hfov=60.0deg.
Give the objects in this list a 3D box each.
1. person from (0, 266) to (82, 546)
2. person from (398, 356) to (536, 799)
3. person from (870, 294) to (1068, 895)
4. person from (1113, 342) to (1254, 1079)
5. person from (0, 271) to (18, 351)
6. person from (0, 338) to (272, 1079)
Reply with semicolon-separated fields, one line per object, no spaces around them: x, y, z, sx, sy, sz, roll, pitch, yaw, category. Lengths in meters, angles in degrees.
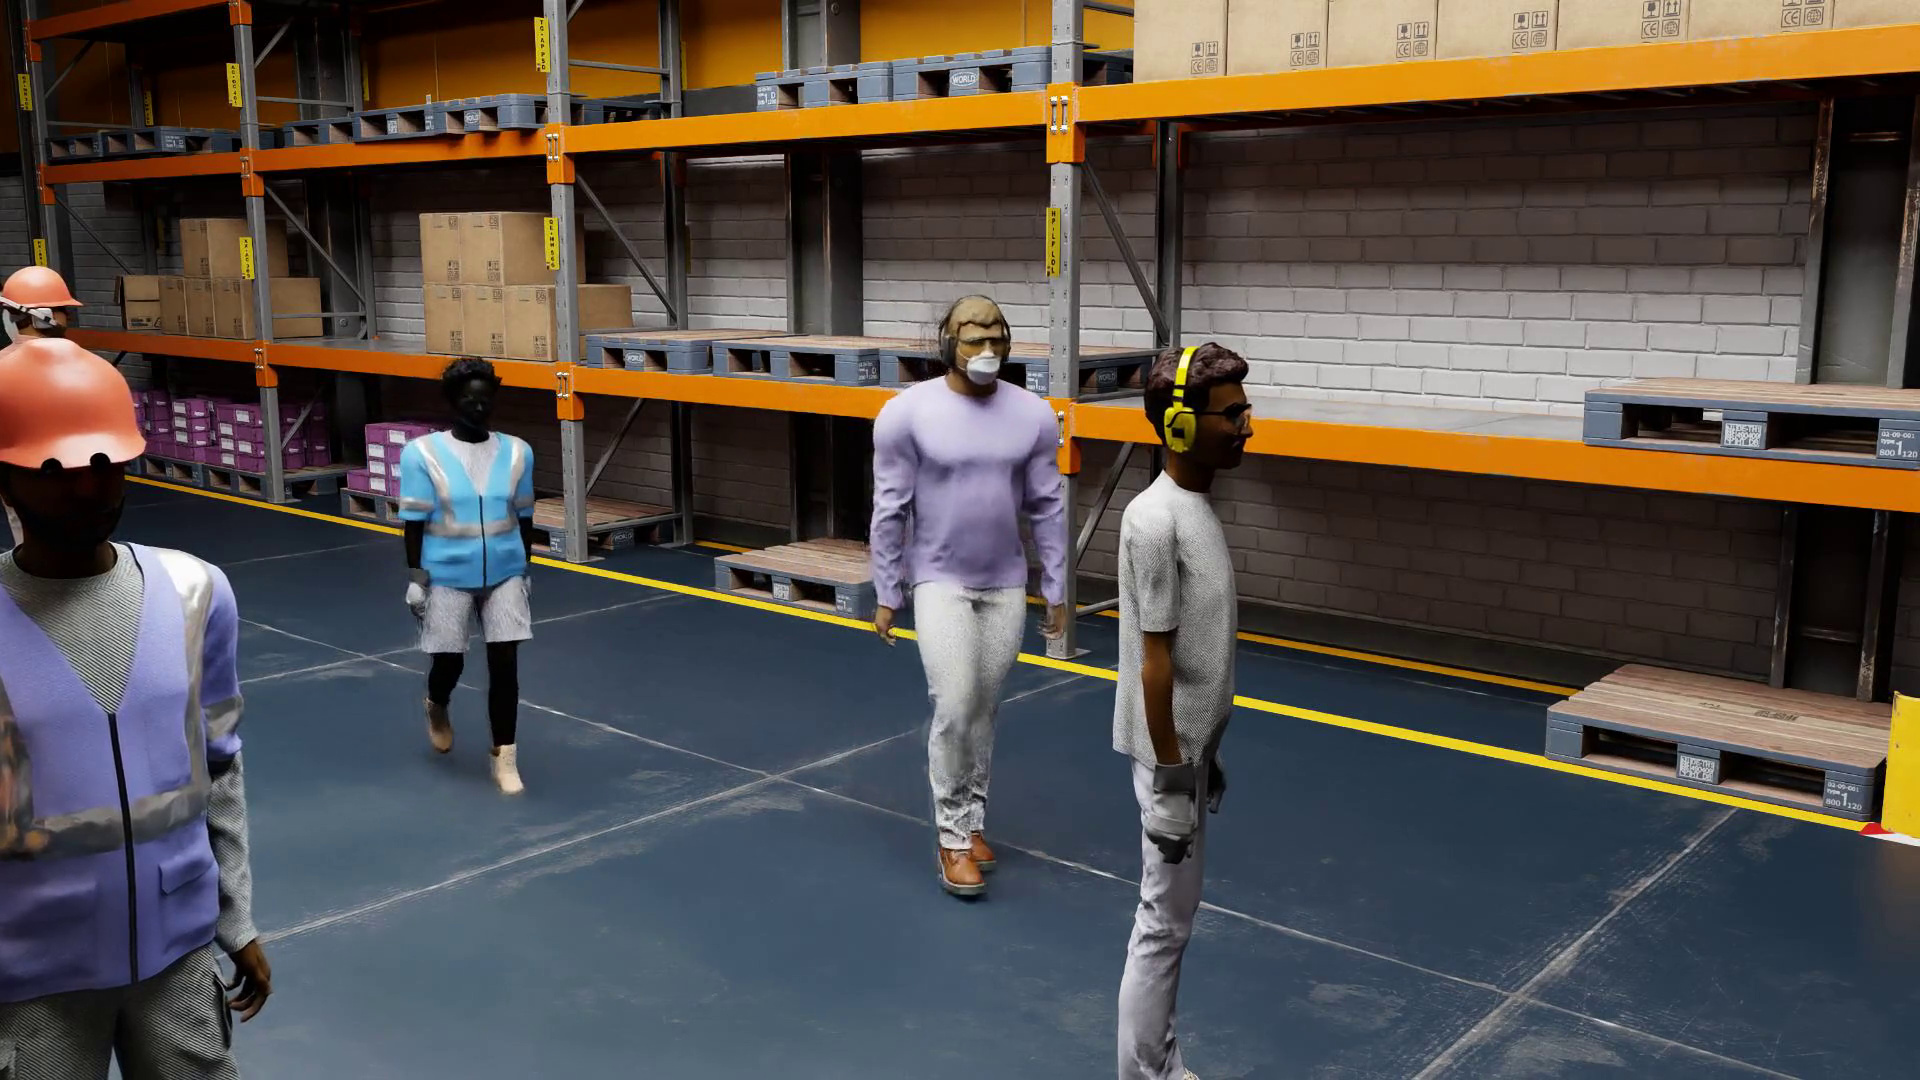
-4.002;-0.196;7.322;0.613;1.995;0.390;7;12;35;person
-1.887;0.125;6.385;0.541;1.681;0.589;-6;12;-32;person
0.078;0.184;5.363;0.655;1.921;0.668;-4;11;-23;person
0.516;0.492;3.764;0.328;1.872;0.513;3;10;14;person
-8.299;-1.443;14.295;0.710;2.000;0.929;-6;12;-32;person
-1.380;0.649;2.683;0.357;1.938;0.542;8;13;40;person
